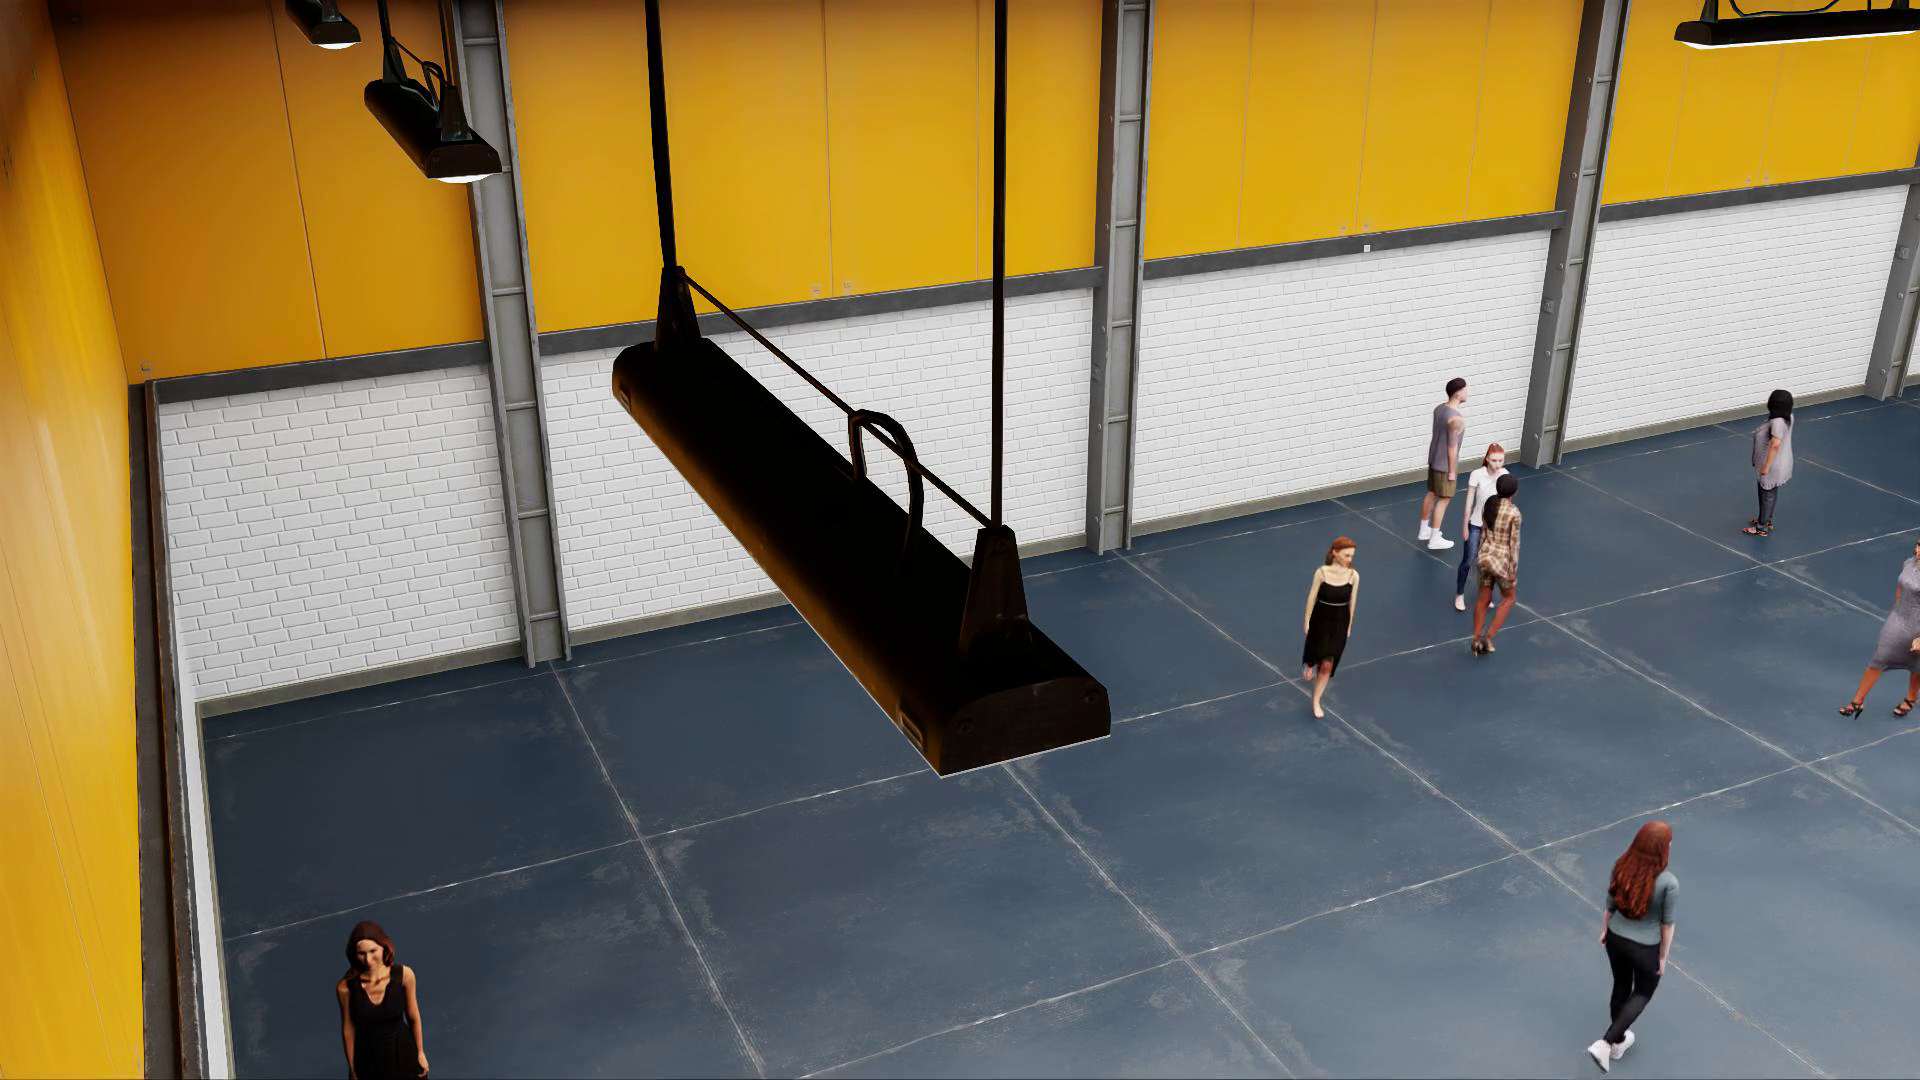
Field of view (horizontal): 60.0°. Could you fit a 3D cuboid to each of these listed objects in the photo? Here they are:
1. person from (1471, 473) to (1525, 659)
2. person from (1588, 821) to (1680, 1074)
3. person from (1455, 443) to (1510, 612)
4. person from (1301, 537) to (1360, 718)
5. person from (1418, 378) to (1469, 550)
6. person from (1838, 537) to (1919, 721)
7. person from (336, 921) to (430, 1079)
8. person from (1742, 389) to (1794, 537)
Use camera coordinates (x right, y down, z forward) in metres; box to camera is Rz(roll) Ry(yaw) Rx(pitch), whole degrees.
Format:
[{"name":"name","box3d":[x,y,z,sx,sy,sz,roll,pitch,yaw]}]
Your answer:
[{"name":"person","box3d":[4.832,0.275,15.150,0.649,1.775,0.657,-16,28,-32]},{"name":"person","box3d":[4.060,2.505,10.100,0.967,1.733,0.762,-21,31,-40]},{"name":"person","box3d":[5.076,-0.130,16.135,0.592,1.728,0.696,-4,24,-8]},{"name":"person","box3d":[3.191,0.702,14.390,0.974,1.601,0.942,4,24,10]},{"name":"person","box3d":[5.039,-0.815,17.360,0.640,1.841,0.670,-5,24,-11]},{"name":"person","box3d":[8.118,0.756,14.087,1.066,1.744,0.629,-9,25,-20]},{"name":"person","box3d":[-3.140,2.876,9.124,0.462,1.834,0.643,-10,25,-21]},{"name":"person","box3d":[8.764,-0.848,17.927,0.809,1.609,0.731,18,29,35]}]
